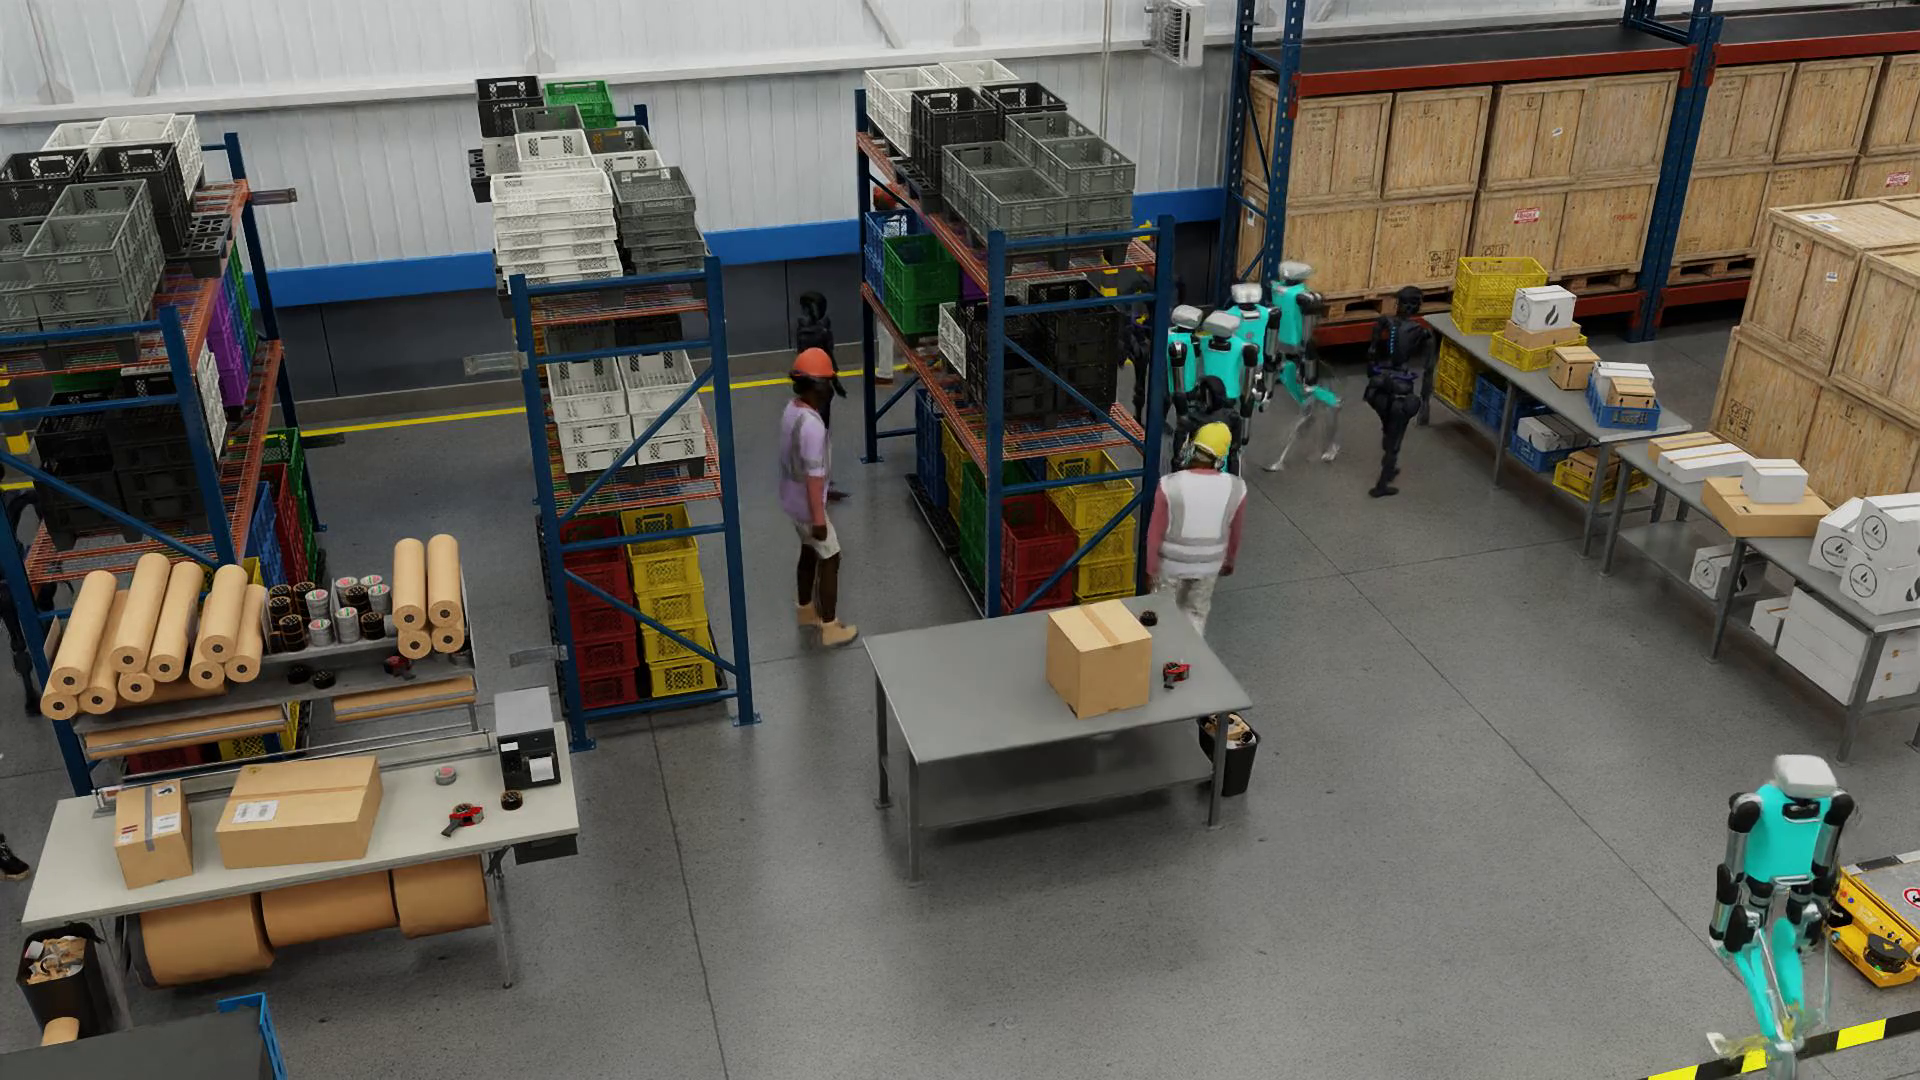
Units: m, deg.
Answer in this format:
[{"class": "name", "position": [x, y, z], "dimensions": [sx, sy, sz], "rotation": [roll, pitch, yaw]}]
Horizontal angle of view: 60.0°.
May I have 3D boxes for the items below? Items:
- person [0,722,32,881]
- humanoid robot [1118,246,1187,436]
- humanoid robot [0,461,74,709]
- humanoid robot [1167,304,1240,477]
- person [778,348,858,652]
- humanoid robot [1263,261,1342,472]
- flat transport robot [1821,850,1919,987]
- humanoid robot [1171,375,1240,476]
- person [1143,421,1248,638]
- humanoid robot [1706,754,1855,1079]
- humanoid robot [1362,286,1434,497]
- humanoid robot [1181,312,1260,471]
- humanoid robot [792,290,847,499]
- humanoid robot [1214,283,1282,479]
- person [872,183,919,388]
[{"class": "person", "position": [-5.412, 0.915, 8.779], "dimensions": [0.740, 1.920, 0.675], "rotation": [16, 33, 27]}, {"class": "humanoid robot", "position": [1.596, -1.629, 13.667], "dimensions": [0.616, 1.642, 0.463], "rotation": [-9, 30, -16]}, {"class": "humanoid robot", "position": [-5.889, 0.227, 10.352], "dimensions": [0.593, 1.641, 0.786], "rotation": [-11, 31, -19]}, {"class": "humanoid robot", "position": [1.822, -0.884, 12.106], "dimensions": [0.735, 1.677, 0.533], "rotation": [6, 29, 11]}, {"class": "person", "position": [-0.948, -0.252, 10.833], "dimensions": [0.458, 2.020, 0.657], "rotation": [-10, 30, -17]}, {"class": "humanoid robot", "position": [2.860, -1.375, 13.161], "dimensions": [0.935, 1.767, 0.564], "rotation": [-8, 30, -14]}, {"class": "flat transport robot", "position": [5.163, 1.916, 8.676], "dimensions": [1.431, 0.231, 0.659], "rotation": [-8, 30, -14]}, {"class": "humanoid robot", "position": [1.664, -0.370, 11.382], "dimensions": [0.603, 1.647, 0.318], "rotation": [-14, 32, -24]}, {"class": "person", "position": [1.447, 0.119, 10.368], "dimensions": [0.630, 1.788, 0.468], "rotation": [-2, 29, -4]}, {"class": "humanoid robot", "position": [3.653, 1.881, 7.249], "dimensions": [0.556, 1.786, 0.922], "rotation": [-2, 29, -4]}, {"class": "humanoid robot", "position": [3.373, -1.154, 12.806], "dimensions": [0.574, 1.634, 0.611], "rotation": [-24, 37, -37]}, {"class": "humanoid robot", "position": [1.762, -0.718, 11.881], "dimensions": [0.537, 1.735, 0.705], "rotation": [14, 32, 23]}, {"class": "humanoid robot", "position": [-1.073, -1.141, 12.776], "dimensions": [0.369, 1.657, 0.592], "rotation": [8, 30, 15]}, {"class": "humanoid robot", "position": [2.092, -1.192, 12.778], "dimensions": [0.551, 1.770, 0.676], "rotation": [-5, 29, -8]}, {"class": "person", "position": [-0.614, -2.216, 14.519], "dimensions": [0.460, 1.873, 0.635], "rotation": [15, 32, 25]}]
